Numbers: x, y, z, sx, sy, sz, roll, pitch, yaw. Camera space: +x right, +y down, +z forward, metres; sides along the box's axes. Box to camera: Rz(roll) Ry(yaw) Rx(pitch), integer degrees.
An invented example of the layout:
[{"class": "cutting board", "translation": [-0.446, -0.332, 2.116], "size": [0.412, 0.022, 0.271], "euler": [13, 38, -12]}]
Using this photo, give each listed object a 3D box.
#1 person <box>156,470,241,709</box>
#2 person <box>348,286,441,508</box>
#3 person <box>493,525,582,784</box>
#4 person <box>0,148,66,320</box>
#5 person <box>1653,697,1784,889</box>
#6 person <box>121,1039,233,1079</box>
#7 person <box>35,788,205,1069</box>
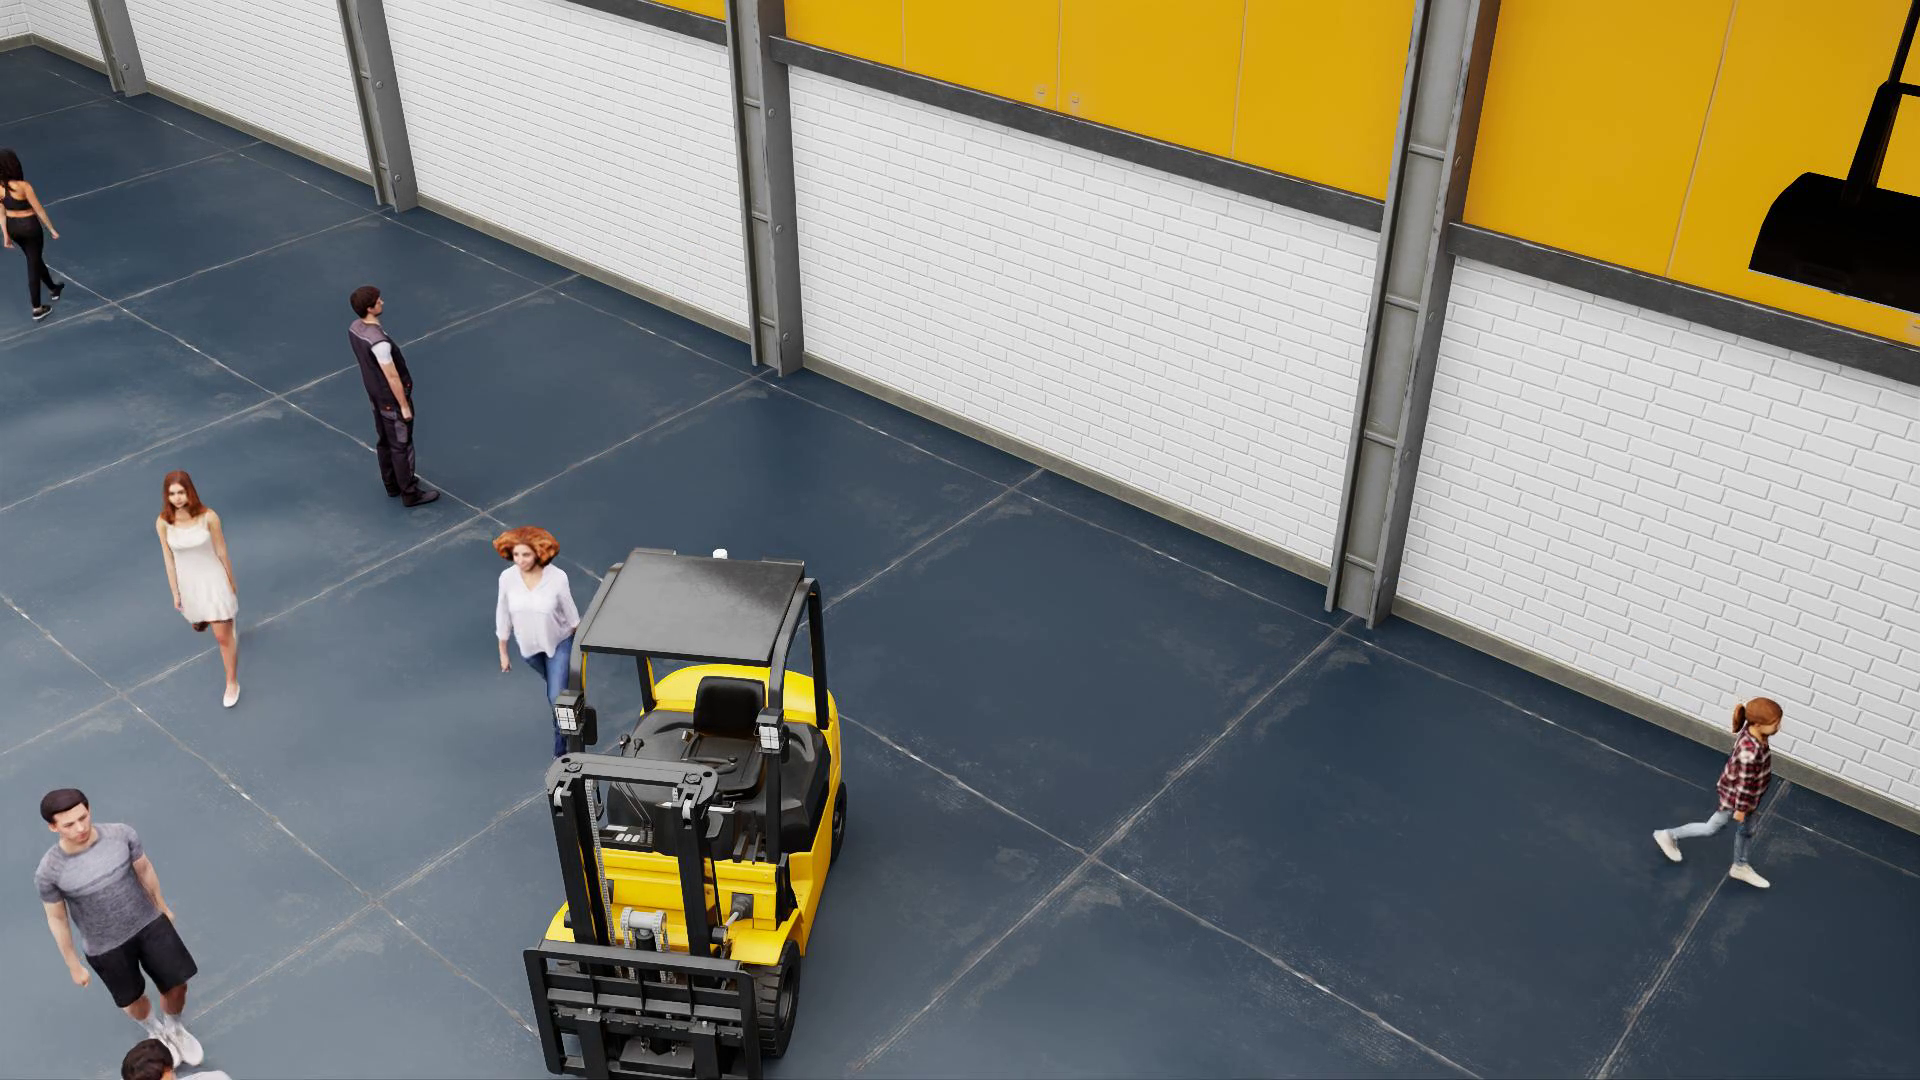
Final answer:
[{"class": "person", "translation": [-5.019, 0.244, 11.050], "size": [0.968, 1.693, 1.052], "euler": [-5, 34, -7]}, {"class": "person", "translation": [-4.471, -1.123, 12.967], "size": [0.738, 1.849, 0.534], "euler": [-28, 43, -35]}, {"class": "person", "translation": [-2.611, 0.592, 10.552], "size": [1.176, 1.666, 1.129], "euler": [3, 34, 5]}, {"class": "person", "translation": [-8.926, -2.876, 15.813], "size": [0.937, 1.618, 0.952], "euler": [1, 34, 2]}, {"class": "person", "translation": [4.438, 1.436, 9.625], "size": [0.909, 1.286, 0.574], "euler": [21, 39, 29]}, {"class": "person", "translation": [-3.274, 2.754, 7.089], "size": [0.832, 1.898, 1.026], "euler": [-28, 43, -35]}, {"class": "person", "translation": [-4.260, 1.918, 8.383], "size": [0.730, 1.859, 0.703], "euler": [-25, 41, -33]}]
